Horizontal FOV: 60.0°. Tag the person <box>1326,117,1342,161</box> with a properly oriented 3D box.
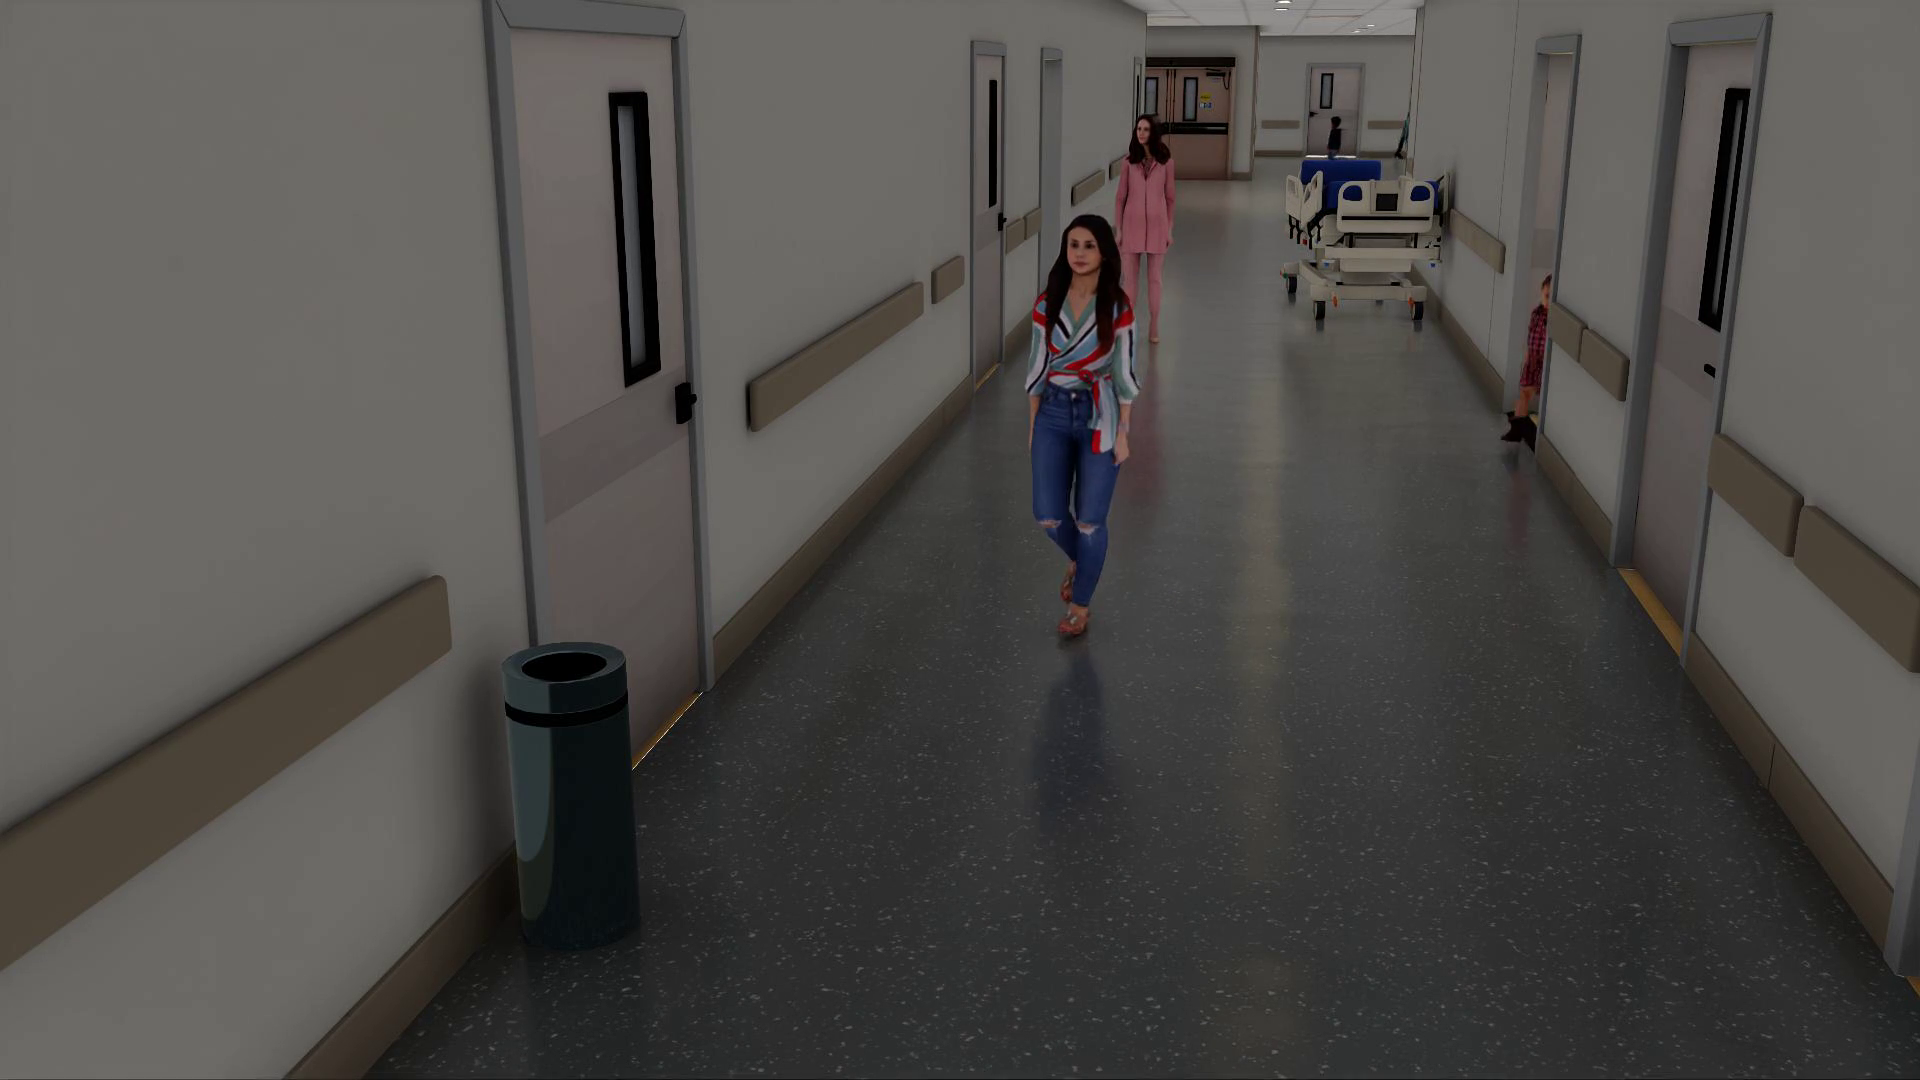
[{"bbox_3d":[7.750,-8.126,34.389,0.700,1.211,0.760,-11,19,-33],"label":"person"}]

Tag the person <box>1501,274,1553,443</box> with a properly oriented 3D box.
[{"bbox_3d":[3.432,-1.048,9.673,0.710,0.999,0.649,-9,18,-30],"label":"person"}]

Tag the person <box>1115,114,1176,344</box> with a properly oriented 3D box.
[{"bbox_3d":[1.483,-2.478,13.270,0.436,1.801,0.670,3,16,10],"label":"person"}]

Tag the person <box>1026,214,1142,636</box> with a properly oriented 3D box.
[{"bbox_3d":[0.488,-0.450,6.431,0.656,1.608,0.724,6,17,19],"label":"person"}]
